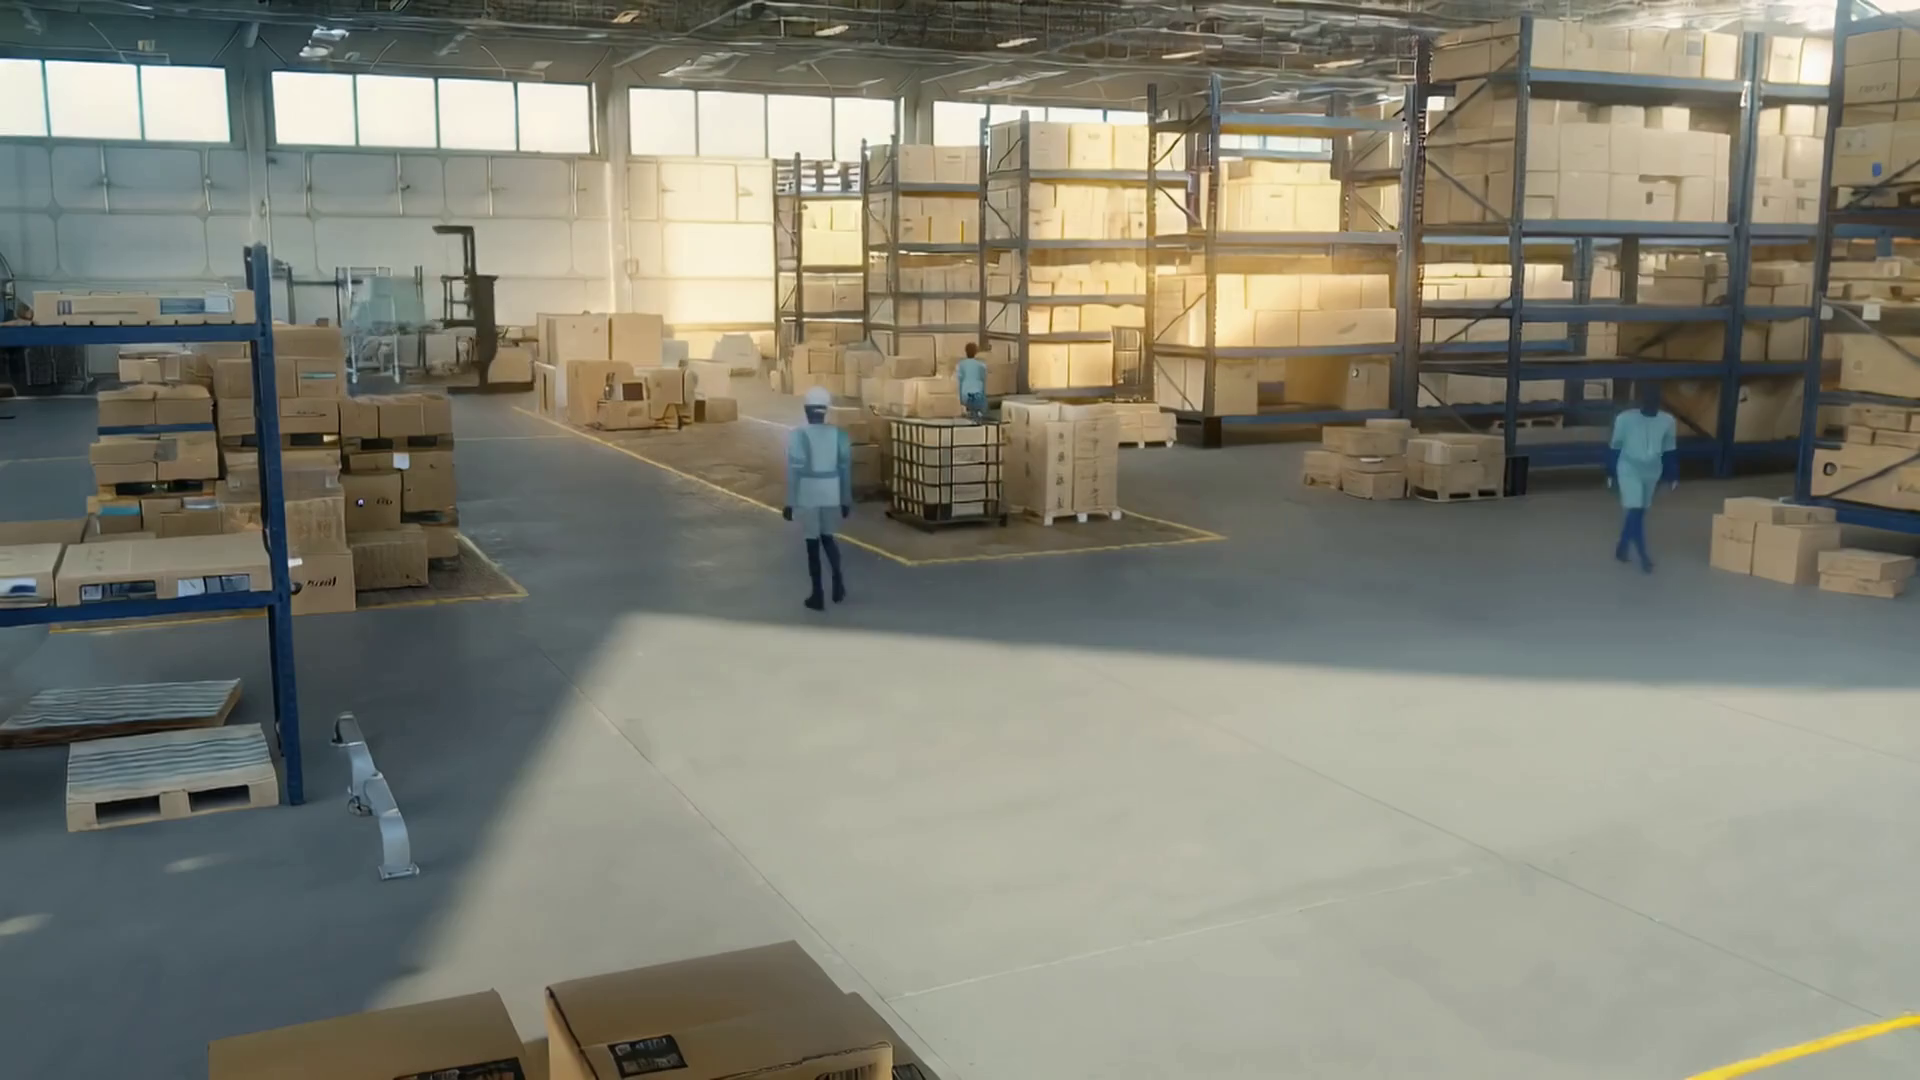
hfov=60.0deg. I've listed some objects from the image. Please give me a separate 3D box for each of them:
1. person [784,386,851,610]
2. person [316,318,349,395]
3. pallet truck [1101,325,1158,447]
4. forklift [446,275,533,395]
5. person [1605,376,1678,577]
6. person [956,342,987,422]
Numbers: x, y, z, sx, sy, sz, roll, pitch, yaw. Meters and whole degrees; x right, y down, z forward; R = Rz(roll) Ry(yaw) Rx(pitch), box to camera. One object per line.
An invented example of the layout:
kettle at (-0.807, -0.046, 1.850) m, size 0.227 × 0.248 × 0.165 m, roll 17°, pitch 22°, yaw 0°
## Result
person at (-1.232, -0.355, 14.274) m, size 0.560 × 1.923 × 0.413 m, roll -6°, pitch 11°, yaw -32°
person at (-13.914, -3.980, 36.928) m, size 0.798 × 1.868 × 0.718 m, roll 3°, pitch 10°, yaw 20°
pallet truck at (2.881, -2.596, 27.923) m, size 0.823 × 1.965 × 1.885 m, roll -1°, pitch 9°, yaw -7°
forklift at (-11.176, -4.872, 39.316) m, size 1.873 × 2.768 × 1.129 m, roll -4°, pitch 10°, yaw -25°
person at (6.559, -0.623, 15.978) m, size 0.615 × 1.904 × 1.025 m, roll -1°, pitch 9°, yaw -5°
person at (0.203, -2.524, 28.422) m, size 0.533 × 1.692 × 0.322 m, roll 0°, pitch 9°, yaw 0°
